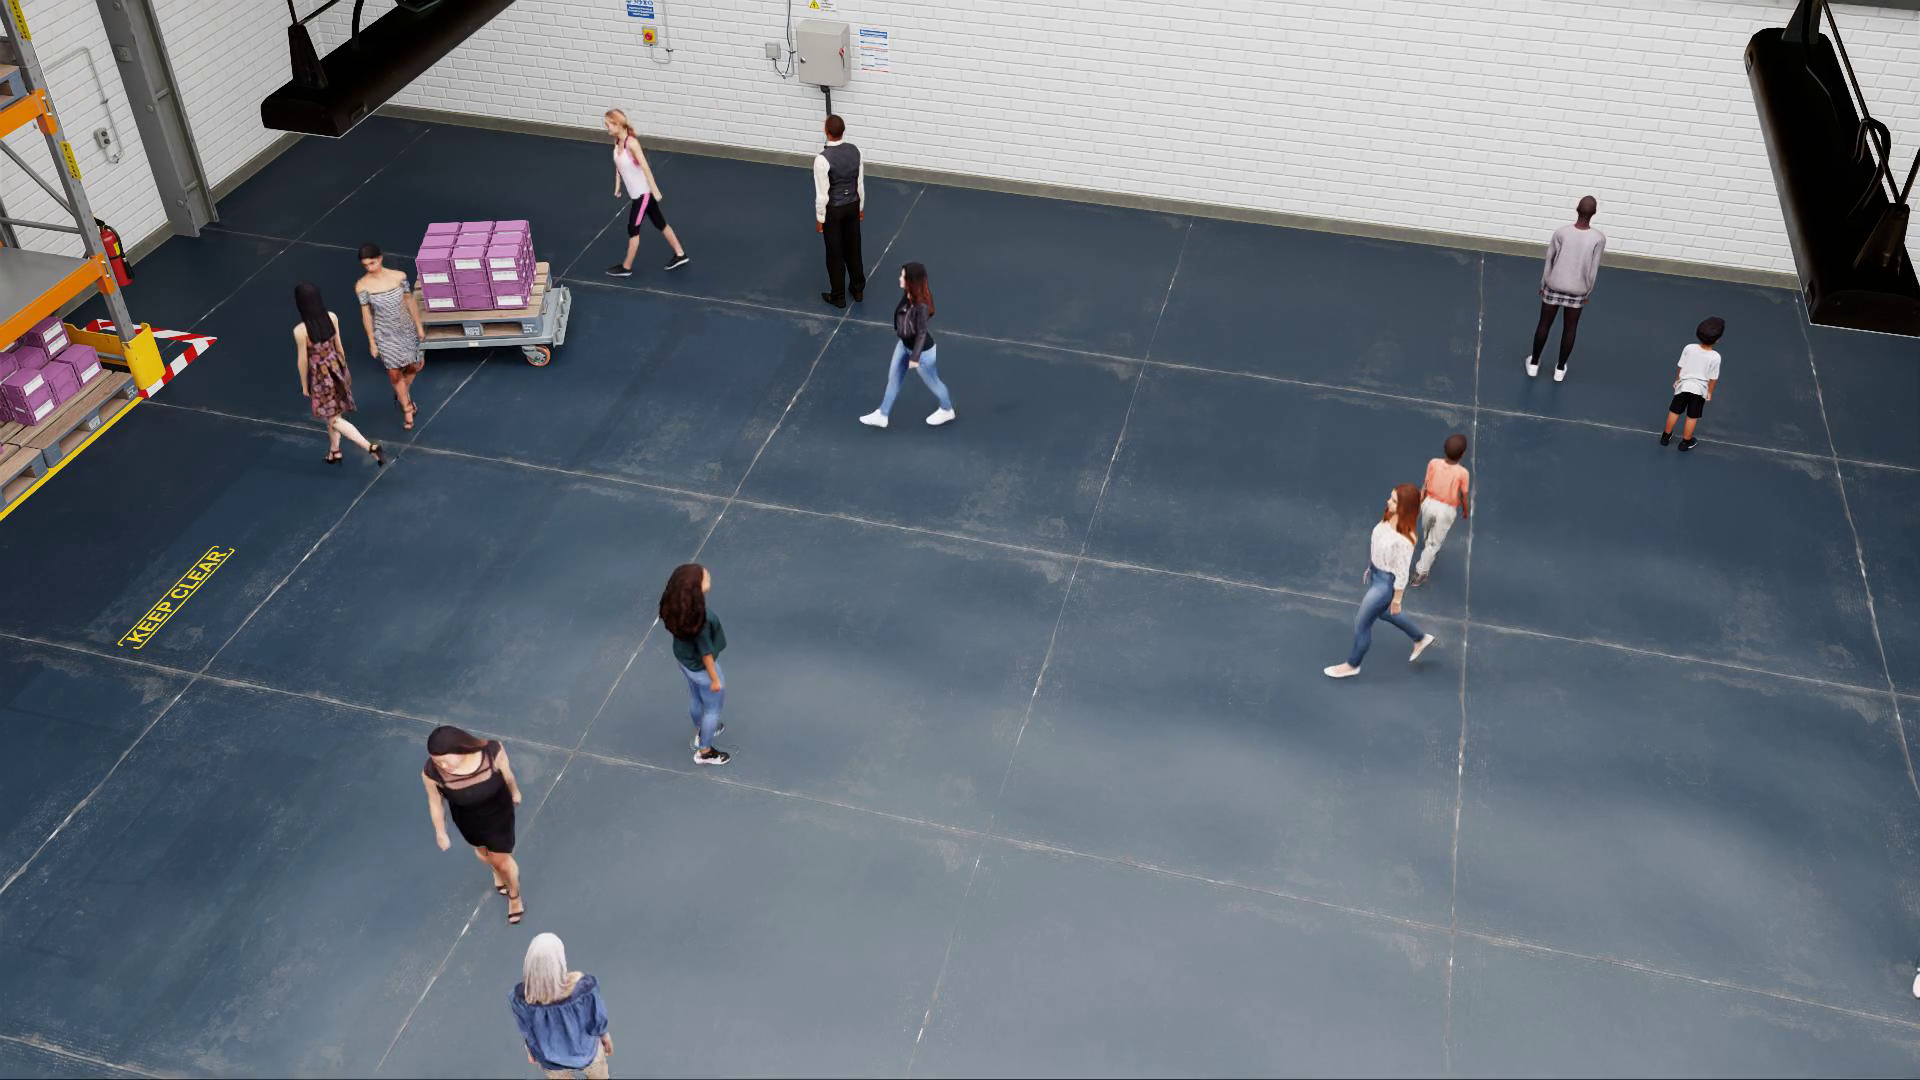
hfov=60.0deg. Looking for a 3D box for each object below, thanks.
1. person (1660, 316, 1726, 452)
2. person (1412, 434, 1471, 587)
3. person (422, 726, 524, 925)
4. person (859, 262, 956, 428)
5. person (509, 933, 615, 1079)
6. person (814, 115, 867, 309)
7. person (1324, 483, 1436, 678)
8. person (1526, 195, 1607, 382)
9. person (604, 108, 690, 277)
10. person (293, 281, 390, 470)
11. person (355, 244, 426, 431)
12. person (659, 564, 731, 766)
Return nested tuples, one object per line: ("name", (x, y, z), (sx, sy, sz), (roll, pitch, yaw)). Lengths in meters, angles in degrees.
("person", (6.202, -1.320, 14.049), (0.563, 1.261, 0.596), (27, 46, 29))
("person", (3.613, -0.205, 12.631), (0.721, 1.288, 0.911), (27, 46, 29))
("person", (-2.870, 1.614, 10.043), (0.822, 1.677, 0.876), (-16, 41, -19))
("person", (-0.295, -1.627, 14.170), (1.089, 1.590, 1.125), (-12, 40, -15))
("person", (-2.041, 2.726, 8.645), (0.814, 1.682, 0.940), (-8, 39, -9))
("person", (-1.135, -3.120, 15.775), (0.752, 1.919, 0.839), (-24, 44, -27))
("person", (3.068, 0.289, 11.678), (0.796, 1.706, 1.007), (0, 39, 0))
("person", (5.394, -2.239, 14.792), (0.627, 1.770, 0.541), (13, 41, 16))
("person", (-3.015, -3.393, 16.277), (1.118, 1.720, 1.078), (-25, 45, -28))
("person", (-5.099, -1.265, 13.590), (0.820, 1.748, 0.991), (15, 41, 18))
("person", (-4.797, -1.740, 14.146), (0.809, 1.797, 0.869), (-28, 46, -30))
("person", (-1.748, 0.819, 11.086), (0.763, 1.617, 0.714), (-28, 46, -30))
